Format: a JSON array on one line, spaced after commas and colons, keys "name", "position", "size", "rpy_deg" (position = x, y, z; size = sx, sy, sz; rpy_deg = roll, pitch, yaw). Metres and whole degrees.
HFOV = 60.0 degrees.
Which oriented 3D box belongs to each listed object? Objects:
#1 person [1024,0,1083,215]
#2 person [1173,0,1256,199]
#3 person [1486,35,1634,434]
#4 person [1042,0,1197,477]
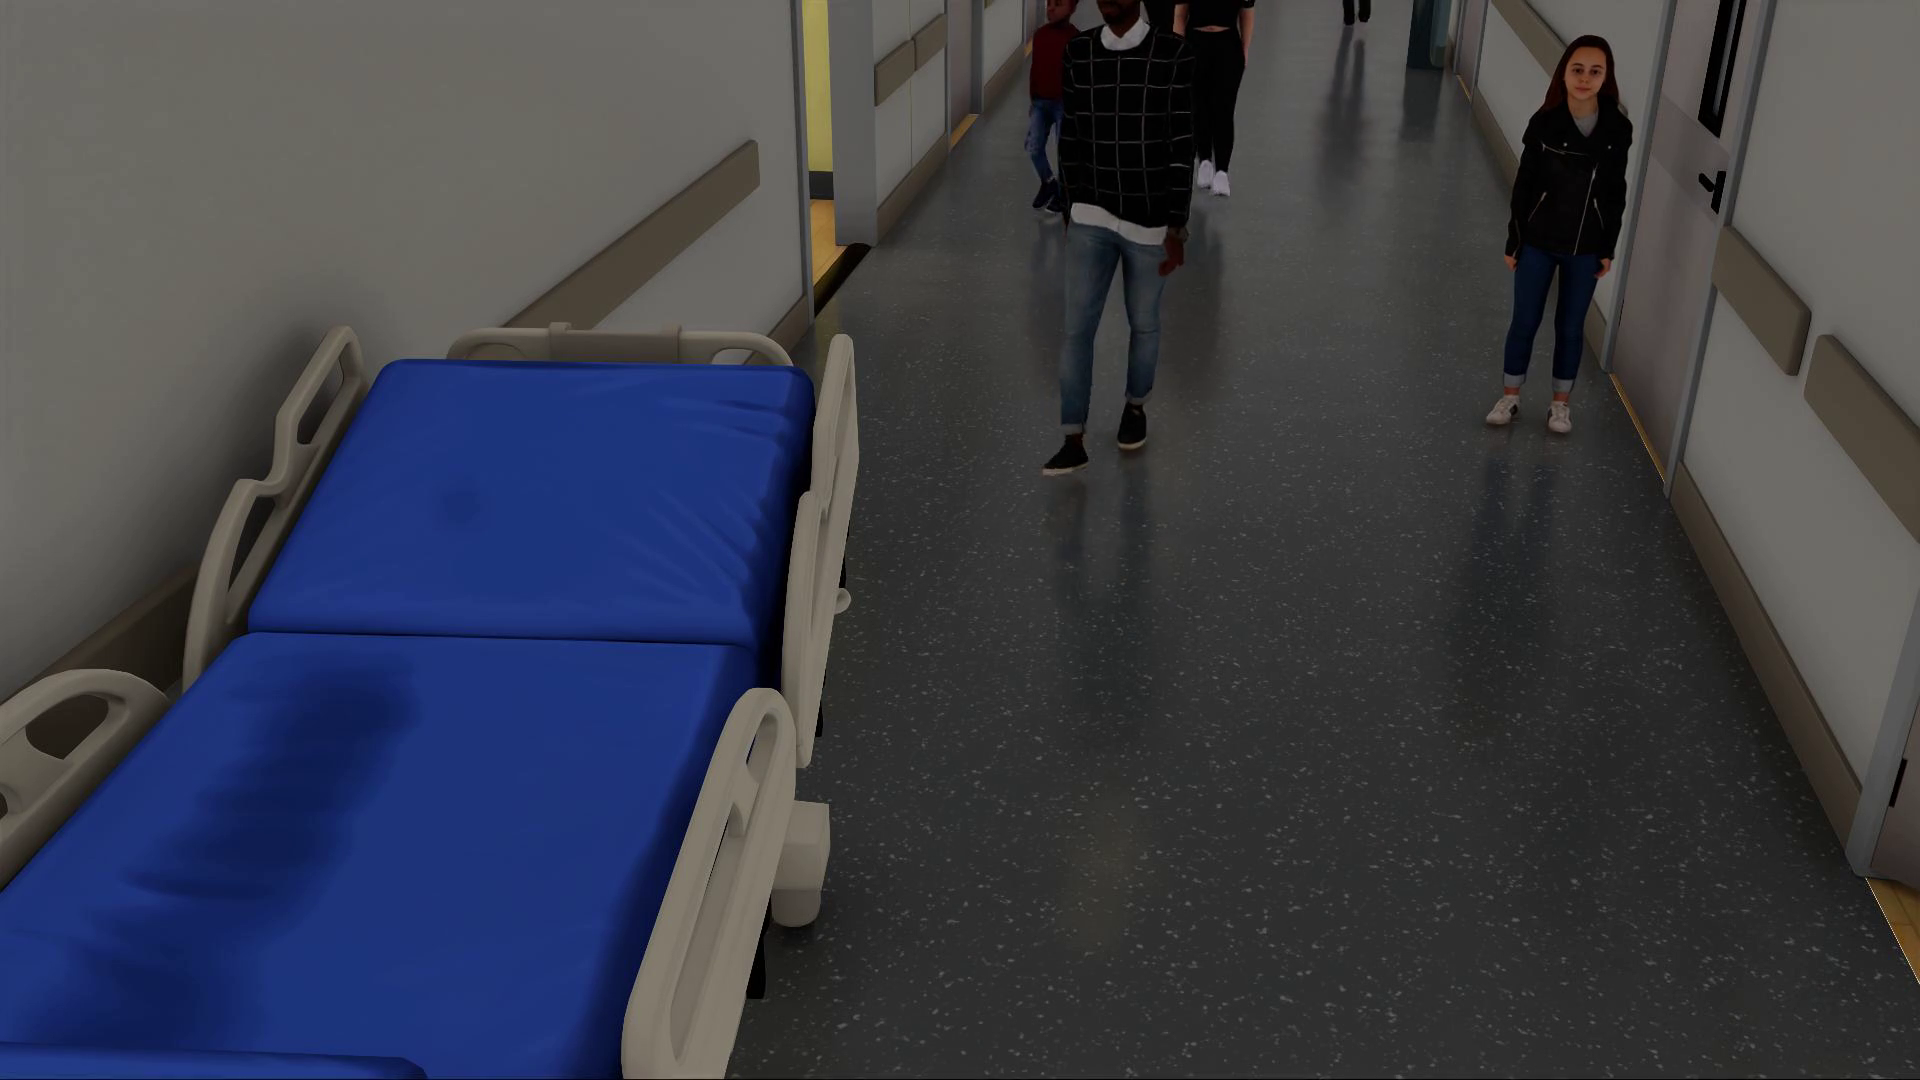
[{"name": "person", "position": [0.564, -2.445, 9.192], "size": [0.522, 1.250, 0.634], "rpy_deg": [15, 30, 29]}, {"name": "person", "position": [1.432, -2.805, 9.523], "size": [0.867, 1.611, 0.685], "rpy_deg": [4, 26, 8]}, {"name": "person", "position": [2.242, -1.124, 6.187], "size": [0.473, 1.481, 0.626], "rpy_deg": [7, 27, 15]}, {"name": "person", "position": [0.615, -1.156, 5.907], "size": [0.996, 1.782, 0.809], "rpy_deg": [7, 27, 15]}]
